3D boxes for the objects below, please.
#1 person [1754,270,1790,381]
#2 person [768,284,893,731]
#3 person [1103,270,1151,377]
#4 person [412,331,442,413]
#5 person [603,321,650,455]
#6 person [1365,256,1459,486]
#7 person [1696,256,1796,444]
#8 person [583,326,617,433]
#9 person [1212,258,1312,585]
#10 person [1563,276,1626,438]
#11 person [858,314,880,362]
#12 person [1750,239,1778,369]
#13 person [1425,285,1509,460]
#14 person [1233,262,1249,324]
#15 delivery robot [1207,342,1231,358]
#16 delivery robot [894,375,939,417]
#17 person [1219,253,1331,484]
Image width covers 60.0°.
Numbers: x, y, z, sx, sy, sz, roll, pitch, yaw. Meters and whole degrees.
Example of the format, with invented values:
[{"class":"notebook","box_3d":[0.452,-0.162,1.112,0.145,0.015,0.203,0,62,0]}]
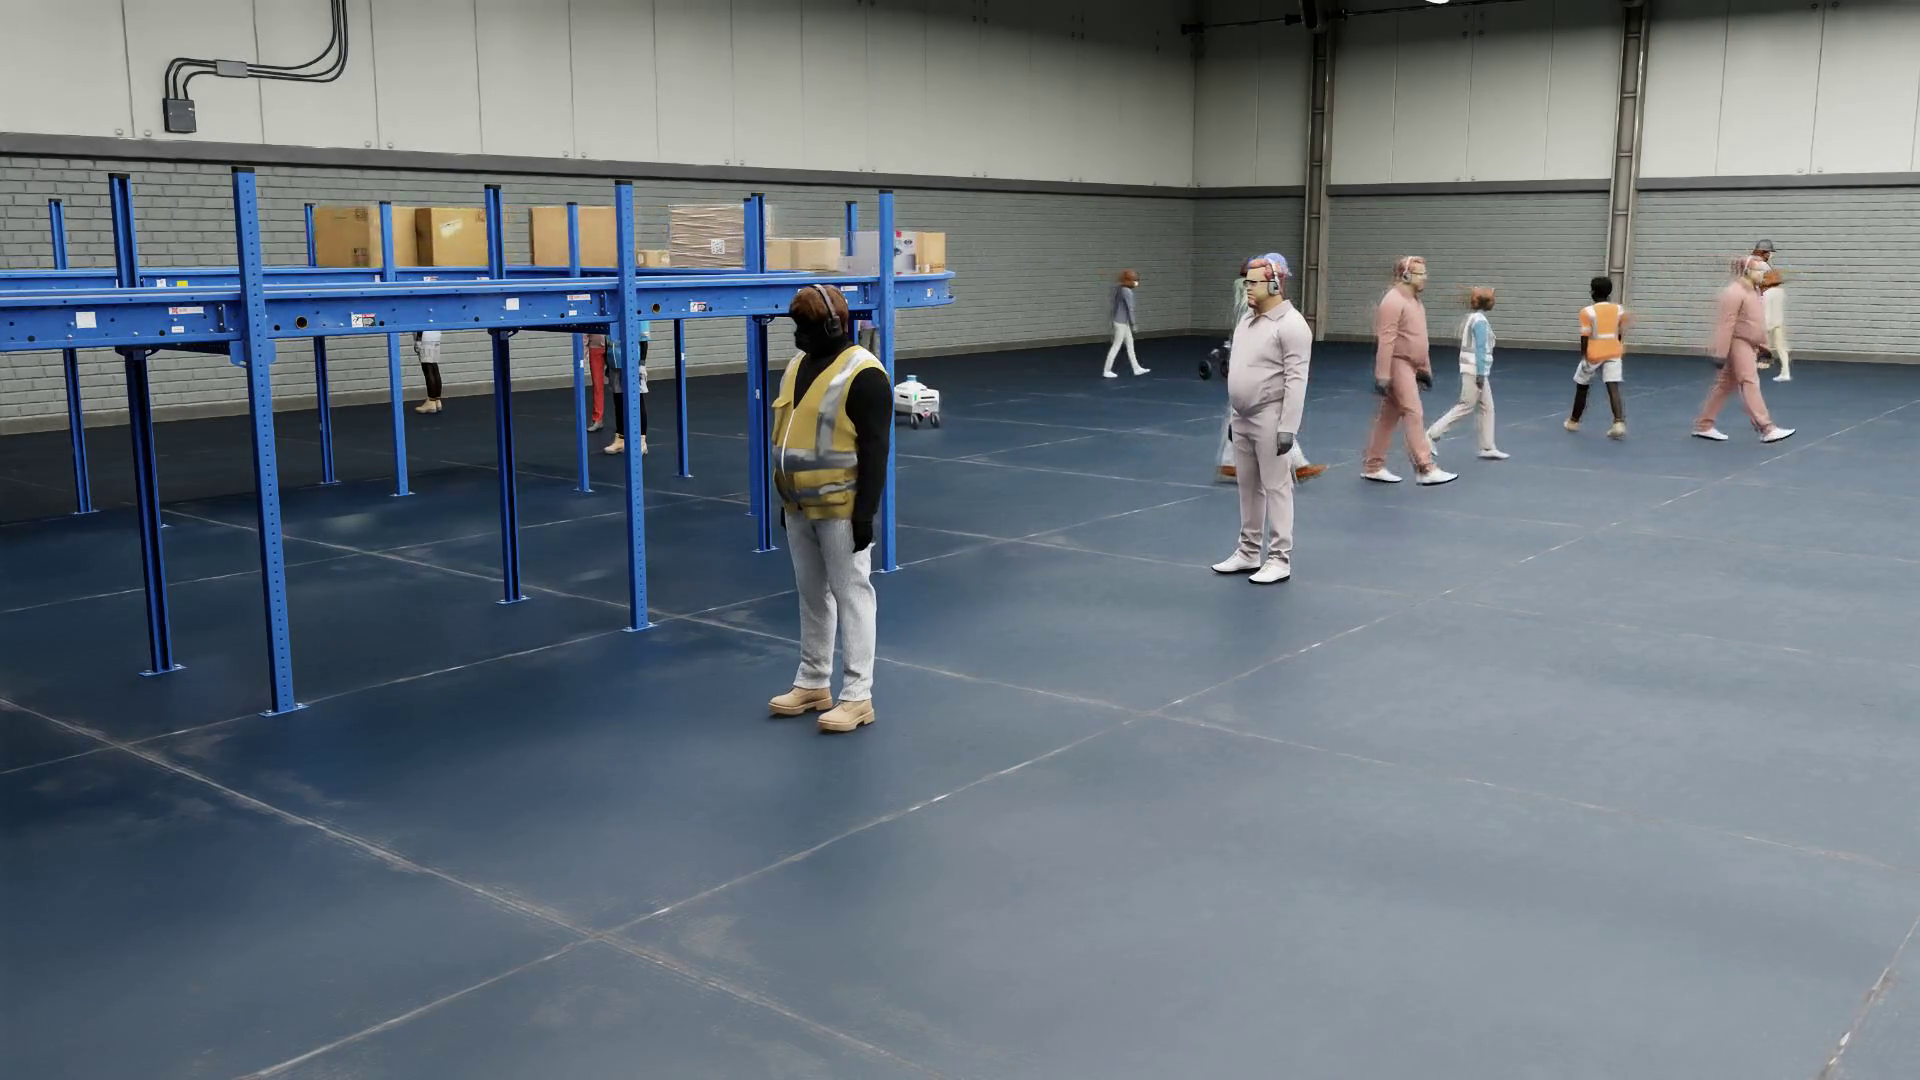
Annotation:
[{"class":"person","box_3d":[11.675,-3.106,24.067,0.505,1.588,0.861,-7,12,-33]},{"class":"person","box_3d":[-0.561,-0.137,6.931,0.429,1.837,0.621,-9,13,-40]},{"class":"person","box_3d":[2.463,-3.178,24.478,0.728,1.579,0.555,0,10,1]},{"class":"person","box_3d":[-6.300,-2.358,19.616,0.318,1.697,0.535,0,10,0]},{"class":"person","box_3d":[-3.151,-1.648,15.679,0.531,1.697,0.320,6,12,30]},{"class":"person","box_3d":[3.769,-1.375,13.671,0.903,1.868,0.679,6,12,29]},{"class":"person","box_3d":[7.893,-1.895,16.615,0.999,1.855,0.648,8,13,38]},{"class":"person","box_3d":[-3.745,-2.024,17.565,0.533,1.772,0.296,1,10,8]},{"class":"person","box_3d":[1.786,-0.709,9.897,0.407,1.908,0.641,-5,11,-25]},{"class":"person","box_3d":[6.634,-1.898,17.210,0.538,1.647,0.911,-1,10,-6]},{"class":"person","box_3d":[-1.168,-2.822,21.649,0.575,1.887,0.670,8,13,36]},{"class":"person","box_3d":[12.712,-3.738,26.428,0.535,2.000,0.687,0,10,0]},{"class":"person","box_3d":[4.705,-1.553,15.405,0.754,1.611,0.524,3,11,14]},{"class":"person","box_3d":[4.991,-4.005,28.916,0.497,1.634,0.279,0,10,-3]},{"class":"delivery robot","box_3d":[3.890,-2.778,24.248,0.335,0.223,0.698,-6,12,-30]},{"class":"delivery robot","box_3d":[-0.533,-1.558,18.209,0.477,0.478,0.707,-6,12,-32]},{"class":"person","box_3d":[2.607,-1.401,13.738,0.970,1.897,0.643,3,11,18]}]
